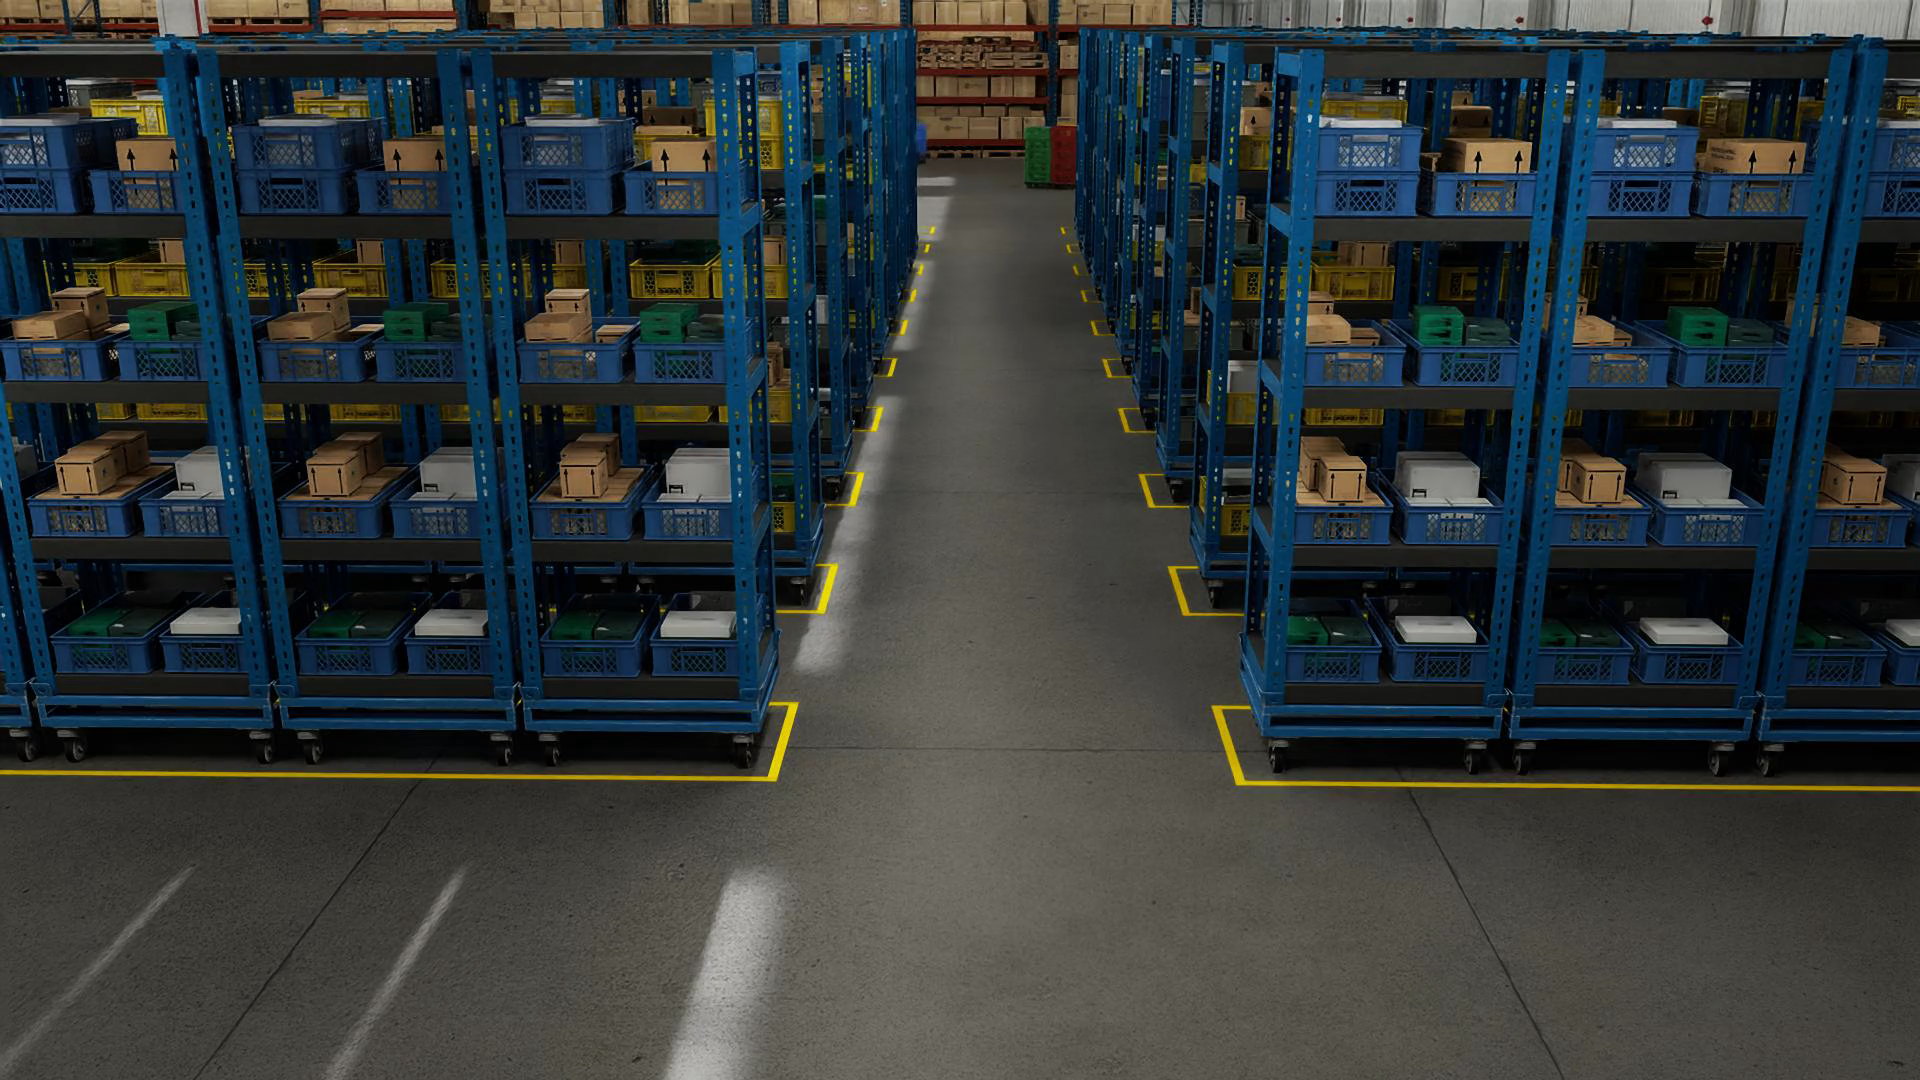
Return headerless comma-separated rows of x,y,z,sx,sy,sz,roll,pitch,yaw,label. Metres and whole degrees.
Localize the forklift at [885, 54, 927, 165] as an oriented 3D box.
-1.811,-11.268,43.549,1.873,2.768,1.129,0,17,1,forklift
